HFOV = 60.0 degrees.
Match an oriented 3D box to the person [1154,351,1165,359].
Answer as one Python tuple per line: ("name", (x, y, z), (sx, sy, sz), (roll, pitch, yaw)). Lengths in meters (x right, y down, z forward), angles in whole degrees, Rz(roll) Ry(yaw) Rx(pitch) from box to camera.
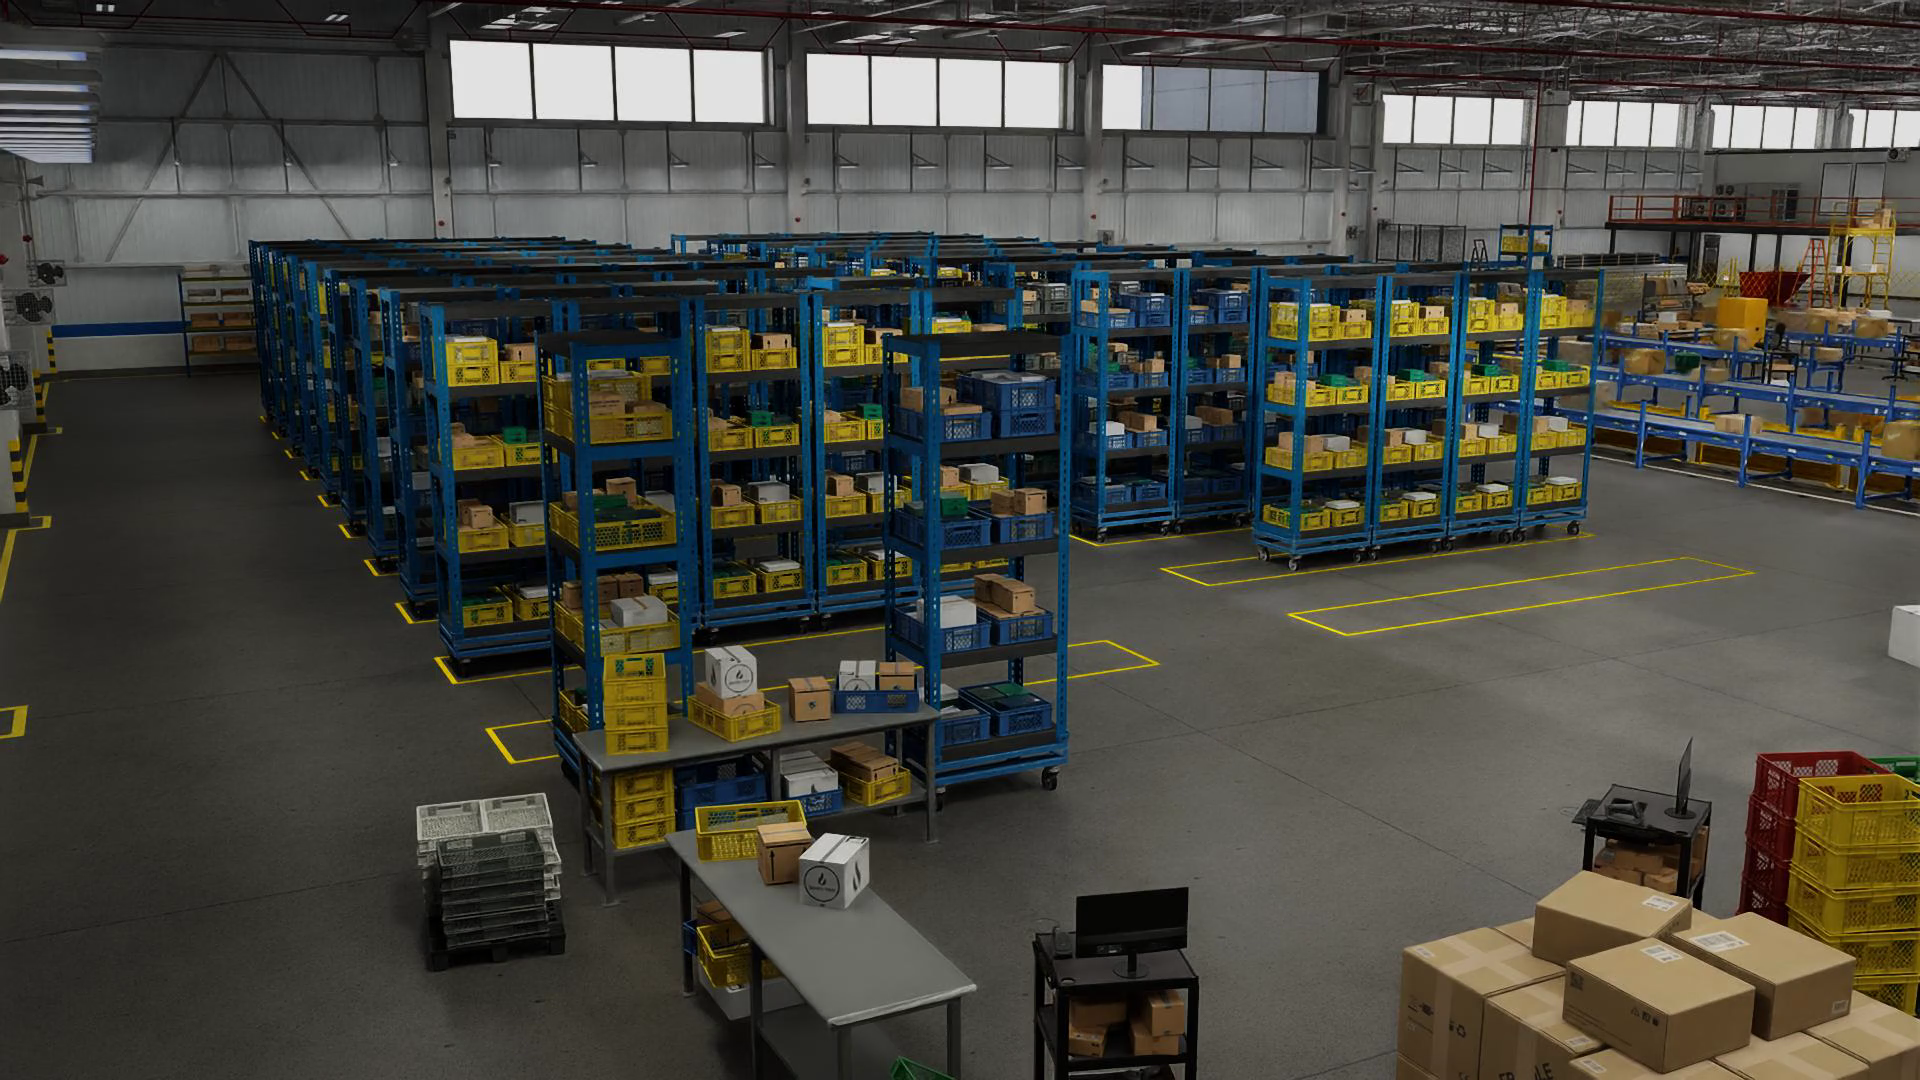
("person", (4.835, -4.646, 39.377), (0.618, 1.991, 1.089), (1, 12, 5))
